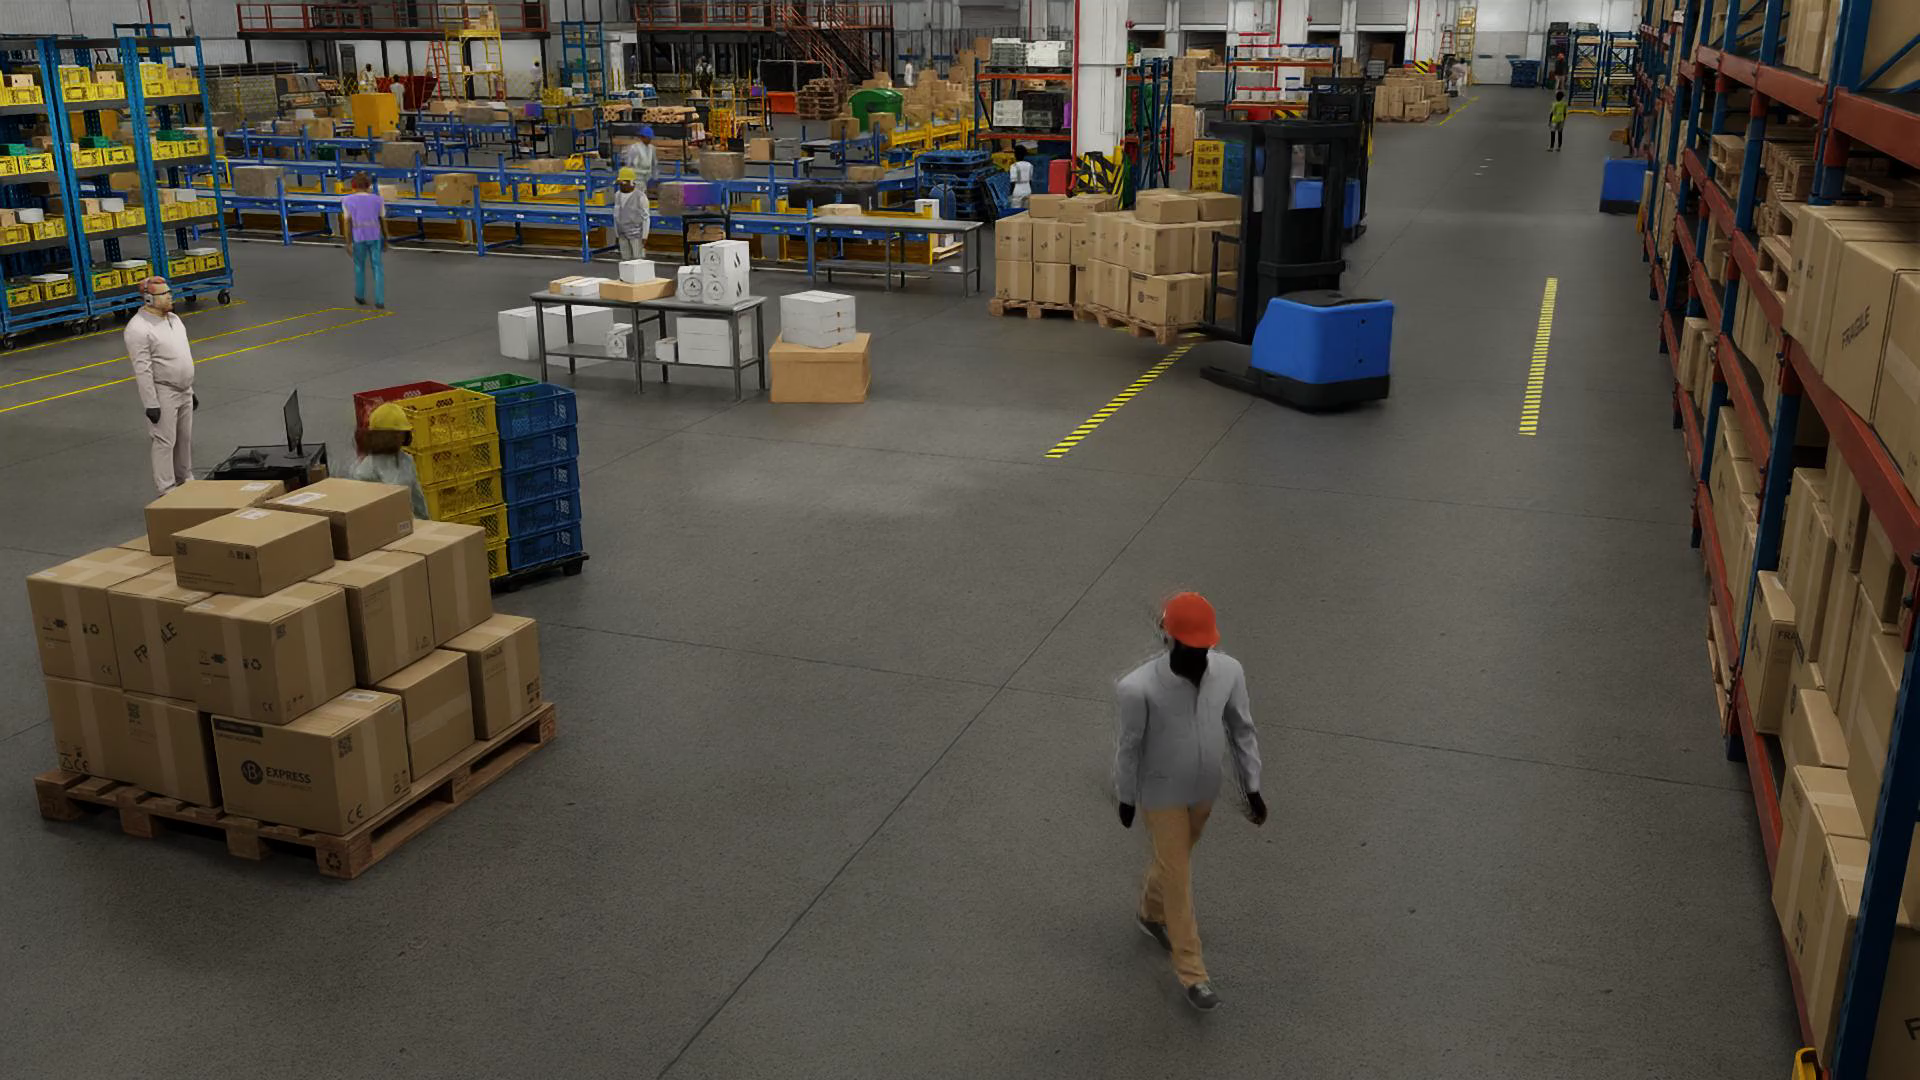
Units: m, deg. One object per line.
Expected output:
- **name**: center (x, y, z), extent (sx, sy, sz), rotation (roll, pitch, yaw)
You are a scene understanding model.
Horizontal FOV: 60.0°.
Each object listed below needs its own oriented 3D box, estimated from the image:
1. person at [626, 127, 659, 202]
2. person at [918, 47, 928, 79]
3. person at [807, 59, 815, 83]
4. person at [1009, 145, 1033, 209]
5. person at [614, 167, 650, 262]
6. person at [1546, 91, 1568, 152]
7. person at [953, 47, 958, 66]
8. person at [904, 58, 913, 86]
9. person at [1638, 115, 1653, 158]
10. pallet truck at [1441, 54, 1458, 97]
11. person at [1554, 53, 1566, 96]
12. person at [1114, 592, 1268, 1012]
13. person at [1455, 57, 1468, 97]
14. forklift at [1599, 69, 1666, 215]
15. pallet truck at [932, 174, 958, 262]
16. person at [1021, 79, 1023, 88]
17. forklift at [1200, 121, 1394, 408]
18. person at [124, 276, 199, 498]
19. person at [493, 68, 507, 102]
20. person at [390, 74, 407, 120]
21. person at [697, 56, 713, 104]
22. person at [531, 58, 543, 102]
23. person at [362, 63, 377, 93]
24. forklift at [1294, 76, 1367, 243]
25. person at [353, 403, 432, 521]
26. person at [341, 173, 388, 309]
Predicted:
- **person**: center (-6.012, -6.836, 31.311), extent (1.078, 1.864, 0.614), rotation (11, 21, 32)
- **person**: center (-2.138, -27.992, 97.705), extent (0.984, 1.905, 0.622), rotation (11, 21, 30)
- **person**: center (-6.395, -19.726, 71.660), extent (0.347, 1.943, 0.545), rotation (4, 18, 12)
- **person**: center (1.057, -6.037, 29.044), extent (0.317, 1.695, 0.540), rotation (17, 24, 42)
- **person**: center (-4.628, -4.304, 23.378), extent (0.591, 1.834, 0.404), rotation (10, 20, 30)
- **person**: center (17.257, -12.091, 48.063), extent (0.537, 1.700, 0.317), rotation (-4, 18, -13)
- **person**: center (-0.165, -26.357, 92.408), extent (0.623, 1.993, 0.384), rotation (9, 20, 27)
- **person**: center (-2.253, -20.846, 75.282), extent (0.937, 1.910, 0.647), rotation (6, 19, 18)
- **person**: center (14.014, -7.712, 34.009), extent (0.638, 1.877, 0.665), rotation (3, 18, 9)
- **pallet truck**: center (22.765, -21.886, 78.355), extent (0.823, 1.965, 1.885), rotation (-4, 18, -14)
- **person**: center (28.800, -22.291, 79.676), extent (0.625, 1.970, 0.451), rotation (-7, 19, -20)
- **person**: center (0.959, 1.029, 6.817), extent (0.578, 1.704, 0.877), rotation (-8, 19, -24)
- **person**: center (23.798, -21.917, 78.766), extent (0.638, 1.806, 0.824), rotation (-3, 18, -8)
- **forklift**: center (13.760, -7.842, 32.796), extent (1.873, 2.768, 1.129), rotation (6, 19, 19)
- **pallet truck**: center (-0.507, -5.292, 27.348), extent (0.653, 1.274, 1.630), rotation (6, 19, 19)
- **person**: center (2.546, -19.982, 72.303), extent (0.394, 2.039, 0.614), rotation (10, 20, 29)
- **forklift**: center (3.575, -2.928, 17.356), extent (1.129, 2.768, 1.873), rotation (-9, 20, -27)
- **person**: center (-6.356, -1.166, 13.394), extent (0.407, 1.913, 0.641), rotation (1, 18, 4)
- **person**: center (-18.122, -17.708, 65.618), extent (0.526, 1.761, 0.333), rotation (-4, 18, -12)
- **person**: center (-19.363, -15.124, 57.398), extent (0.526, 1.840, 0.962), rotation (-8, 19, -24)
- **person**: center (-11.191, -20.182, 72.932), extent (0.684, 2.000, 0.536), rotation (-3, 18, -9)
- **person**: center (-18.837, -20.478, 74.078), extent (0.464, 1.908, 0.583), rotation (5, 18, 16)
- **person**: center (-24.028, -18.433, 67.705), extent (0.479, 1.880, 0.581), rotation (11, 21, 31)
- **forklift**: center (6.598, -6.755, 29.381), extent (1.129, 2.768, 1.873), rotation (6, 19, 19)
- **person**: center (-3.359, 0.020, 9.979), extent (0.865, 1.701, 0.510), rotation (5, 18, 15)
- **person**: center (-8.162, -4.113, 22.822), extent (0.588, 1.805, 0.906), rotation (-10, 20, -28)
